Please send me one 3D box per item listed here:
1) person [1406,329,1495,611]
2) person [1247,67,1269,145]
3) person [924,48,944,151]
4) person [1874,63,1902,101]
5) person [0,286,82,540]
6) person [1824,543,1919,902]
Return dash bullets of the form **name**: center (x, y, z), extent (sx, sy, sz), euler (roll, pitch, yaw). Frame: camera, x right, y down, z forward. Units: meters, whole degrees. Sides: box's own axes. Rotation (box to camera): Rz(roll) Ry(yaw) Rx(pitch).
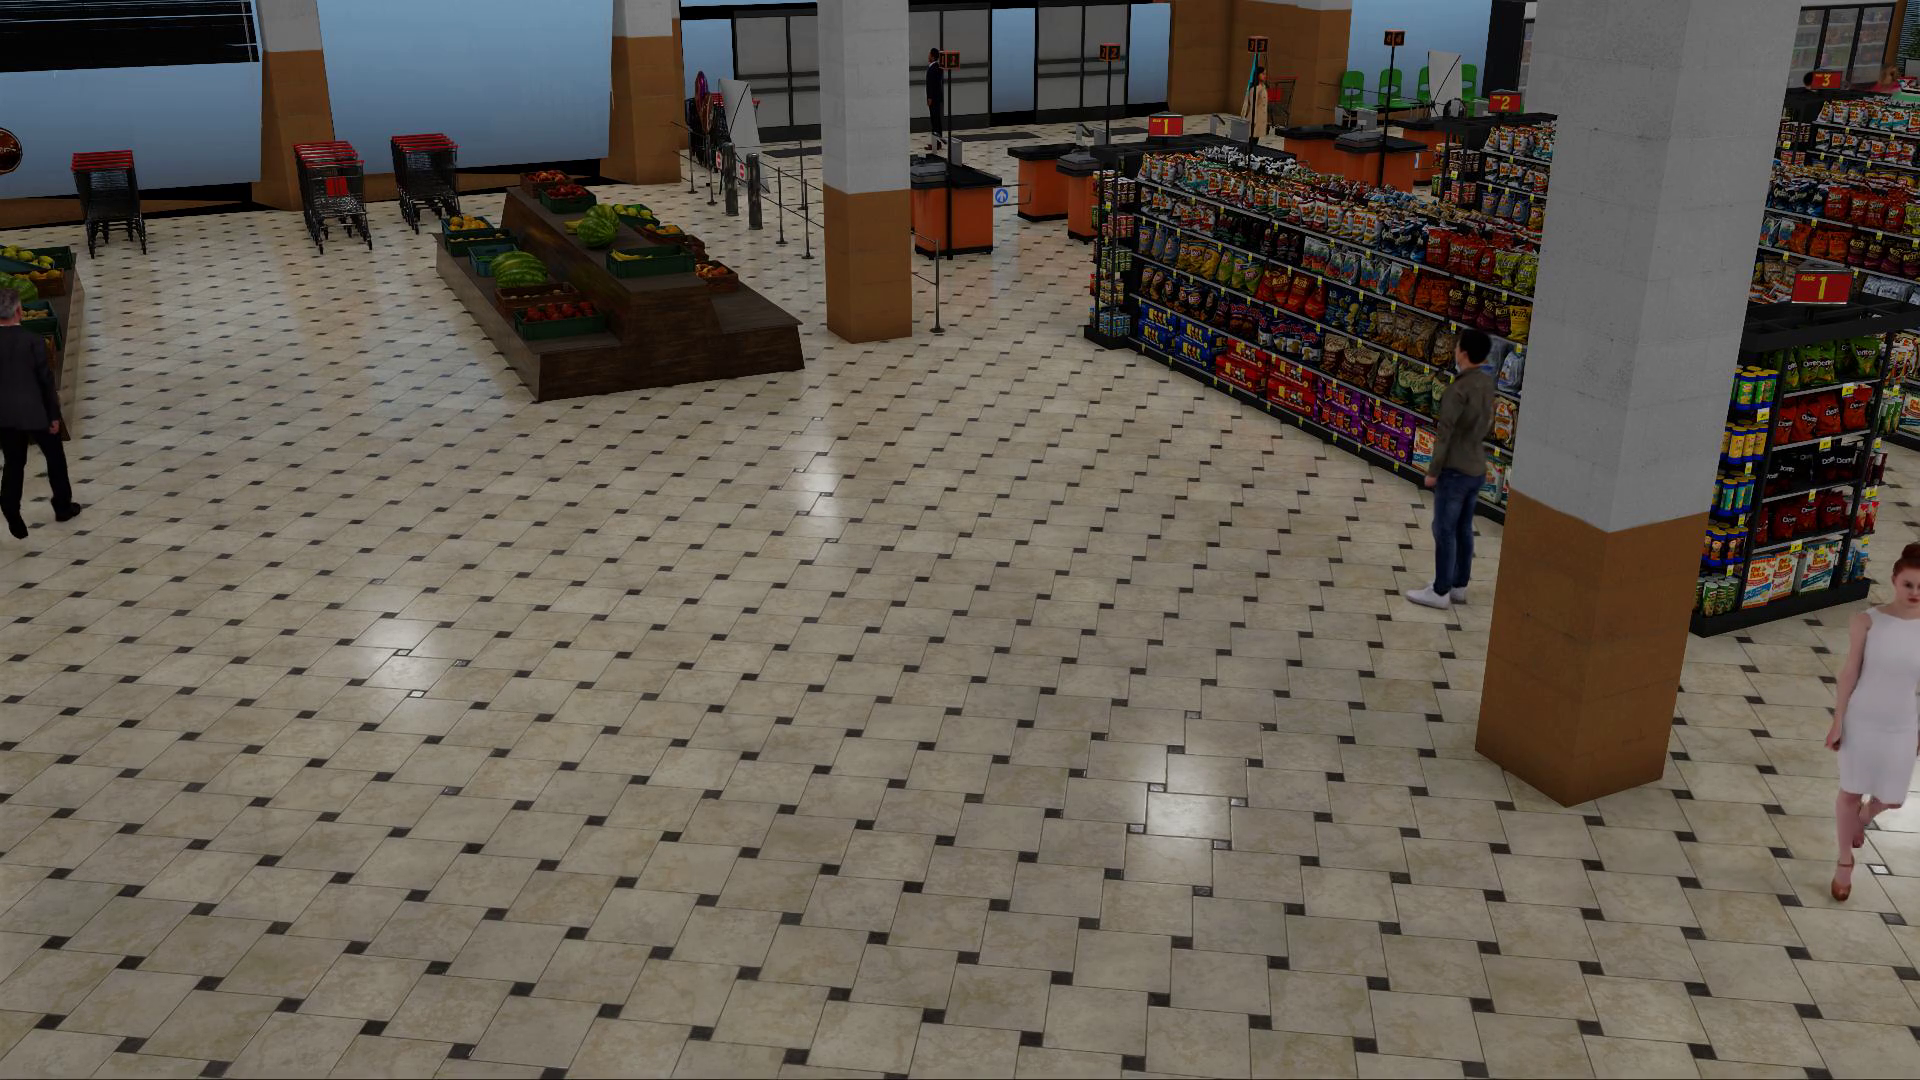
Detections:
- **person**: center (3.289, -0.459, 10.882), extent (0.743, 1.862, 0.778), euler (18, 28, 38)
- **person**: center (4.767, -6.765, 26.819), extent (0.734, 1.682, 0.718), euler (12, 25, 27)
- **person**: center (-0.435, -7.734, 29.168), extent (0.767, 1.728, 0.683), euler (5, 23, 13)
- **person**: center (14.909, -6.829, 26.931), extent (0.732, 1.717, 0.766), euler (-16, 27, -34)
- **person**: center (-6.811, -0.902, 12.046), extent (0.923, 1.815, 1.193), euler (-3, 22, -7)
- **person**: center (4.267, 0.839, 7.757), extent (0.799, 1.783, 0.854), euler (8, 23, 20)
